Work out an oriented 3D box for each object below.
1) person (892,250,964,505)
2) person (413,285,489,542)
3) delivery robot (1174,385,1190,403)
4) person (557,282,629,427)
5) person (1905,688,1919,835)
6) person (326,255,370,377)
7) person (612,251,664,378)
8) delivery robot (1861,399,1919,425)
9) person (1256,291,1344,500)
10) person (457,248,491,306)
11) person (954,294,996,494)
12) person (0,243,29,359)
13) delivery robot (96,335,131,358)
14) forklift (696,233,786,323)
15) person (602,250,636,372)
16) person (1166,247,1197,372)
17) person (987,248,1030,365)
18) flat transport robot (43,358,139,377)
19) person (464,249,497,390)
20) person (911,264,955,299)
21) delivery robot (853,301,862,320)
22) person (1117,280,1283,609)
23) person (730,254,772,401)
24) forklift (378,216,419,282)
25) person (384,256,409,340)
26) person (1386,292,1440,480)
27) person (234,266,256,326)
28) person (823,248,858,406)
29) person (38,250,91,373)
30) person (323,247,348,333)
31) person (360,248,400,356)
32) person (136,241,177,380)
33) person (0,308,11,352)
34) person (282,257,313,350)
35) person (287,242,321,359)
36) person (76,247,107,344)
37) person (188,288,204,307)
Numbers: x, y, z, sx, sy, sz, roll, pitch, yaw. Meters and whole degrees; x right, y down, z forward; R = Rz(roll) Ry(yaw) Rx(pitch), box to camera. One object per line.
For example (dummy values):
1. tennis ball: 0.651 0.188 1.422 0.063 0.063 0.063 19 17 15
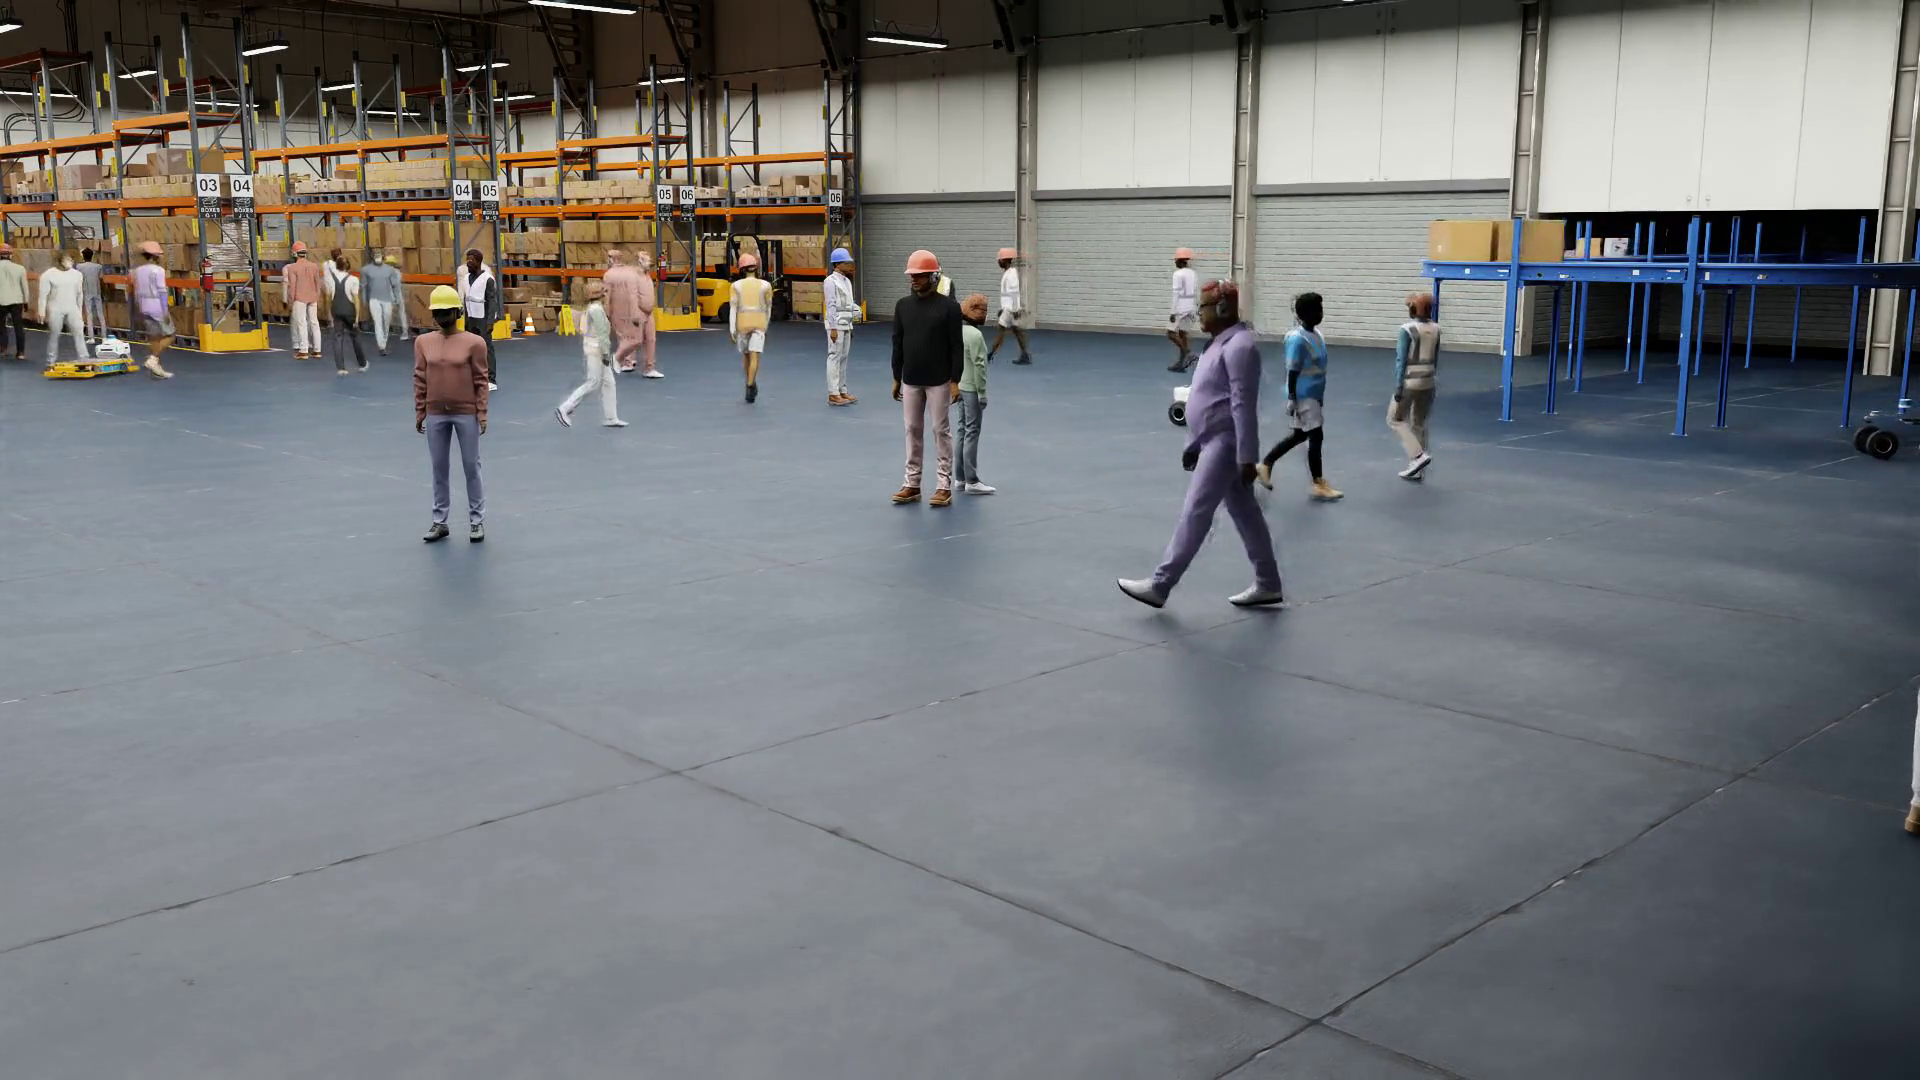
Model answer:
1. person: -0.272 -1.270 13.076 0.617 1.993 0.396 6 12 28
2. person: -3.529 -0.875 11.551 0.525 1.769 0.311 0 10 1
3. delivery robot: 2.778 -1.604 18.689 0.707 0.478 0.477 6 12 29
4. person: -4.070 -2.036 18.323 0.707 1.599 0.532 -2 11 -11
5. person: 3.533 0.168 5.658 0.429 1.841 0.634 1 10 3
6. person: -9.305 -3.404 25.244 0.516 1.799 0.949 -1 10 -3
7. person: -4.799 -3.347 24.721 0.733 1.877 0.649 4 11 21
8. delivery robot: 9.075 -1.238 15.978 0.698 0.223 0.335 2 11 12
9. person: 2.742 -1.182 13.485 0.793 1.665 0.532 6 12 30
10. person: -9.046 -4.511 31.054 0.646 1.882 0.836 -4 11 -23
11. person: 0.104 -1.214 13.757 0.284 1.633 0.498 -4 11 -19
12. person: -16.415 -4.113 28.668 0.698 1.962 0.700 -9 14 -41
13. delivery robot: -13.398 -3.002 26.311 0.477 0.478 0.707 -2 11 -11
14. forklift: -5.496 -6.489 41.108 2.313 2.155 1.214 -10 14 -44
15. person: -5.302 -3.560 25.871 0.558 1.877 0.666 8 13 39
16. person: 3.458 -3.567 25.784 0.464 1.928 0.561 9 13 39
17. person: 0.707 -3.811 27.228 0.992 1.883 0.579 -1 10 -4
18. flat transport robot: -13.216 -2.632 25.323 0.652 0.197 1.431 1 10 4
19. person: -6.594 -3.022 22.837 0.596 1.918 0.385 8 13 36
20. person: -0.370 -3.043 23.268 0.617 1.809 0.932 -2 11 -9
21. delivery robot: -2.557 -5.479 39.820 0.477 0.478 0.707 -2 10 -10
22. person: 1.397 -0.527 9.394 0.997 1.850 0.675 0 10 0
23. person: -2.694 -2.754 21.519 0.541 1.870 1.037 0 10 -2
24. forklift: -17.868 -9.201 54.028 1.873 2.768 1.129 -10 14 -44
25. person: -11.568 -4.933 33.880 0.953 1.685 0.480 8 13 38
26. person: 3.926 -1.326 14.384 0.534 1.623 0.370 -7 13 -34
27. person: -16.716 -5.852 38.874 0.529 1.697 0.321 -3 11 -14
28. person: -1.508 -2.681 20.893 0.382 1.951 0.606 3 11 17
29. person: -13.729 -3.476 25.464 0.933 1.876 0.703 10 14 42
30. person: -13.476 -5.410 36.065 0.573 1.833 0.988 -10 14 -43
31. person: -10.334 -4.258 29.655 0.644 1.900 0.999 -5 12 -26
32. person: -11.805 -3.365 24.419 0.630 2.024 0.450 6 12 32
33. person: -17.197 -4.191 29.528 0.622 1.806 0.827 -8 13 -38
34. person: -12.211 -4.476 30.814 0.667 1.895 0.551 -9 14 -40
35. person: -11.320 -4.134 28.692 0.378 1.996 0.611 7 12 32
36. person: -17.007 -4.777 32.571 0.517 1.862 0.328 -9 14 -40
37. person: -19.296 -6.514 42.157 0.563 1.813 0.626 9 14 41
